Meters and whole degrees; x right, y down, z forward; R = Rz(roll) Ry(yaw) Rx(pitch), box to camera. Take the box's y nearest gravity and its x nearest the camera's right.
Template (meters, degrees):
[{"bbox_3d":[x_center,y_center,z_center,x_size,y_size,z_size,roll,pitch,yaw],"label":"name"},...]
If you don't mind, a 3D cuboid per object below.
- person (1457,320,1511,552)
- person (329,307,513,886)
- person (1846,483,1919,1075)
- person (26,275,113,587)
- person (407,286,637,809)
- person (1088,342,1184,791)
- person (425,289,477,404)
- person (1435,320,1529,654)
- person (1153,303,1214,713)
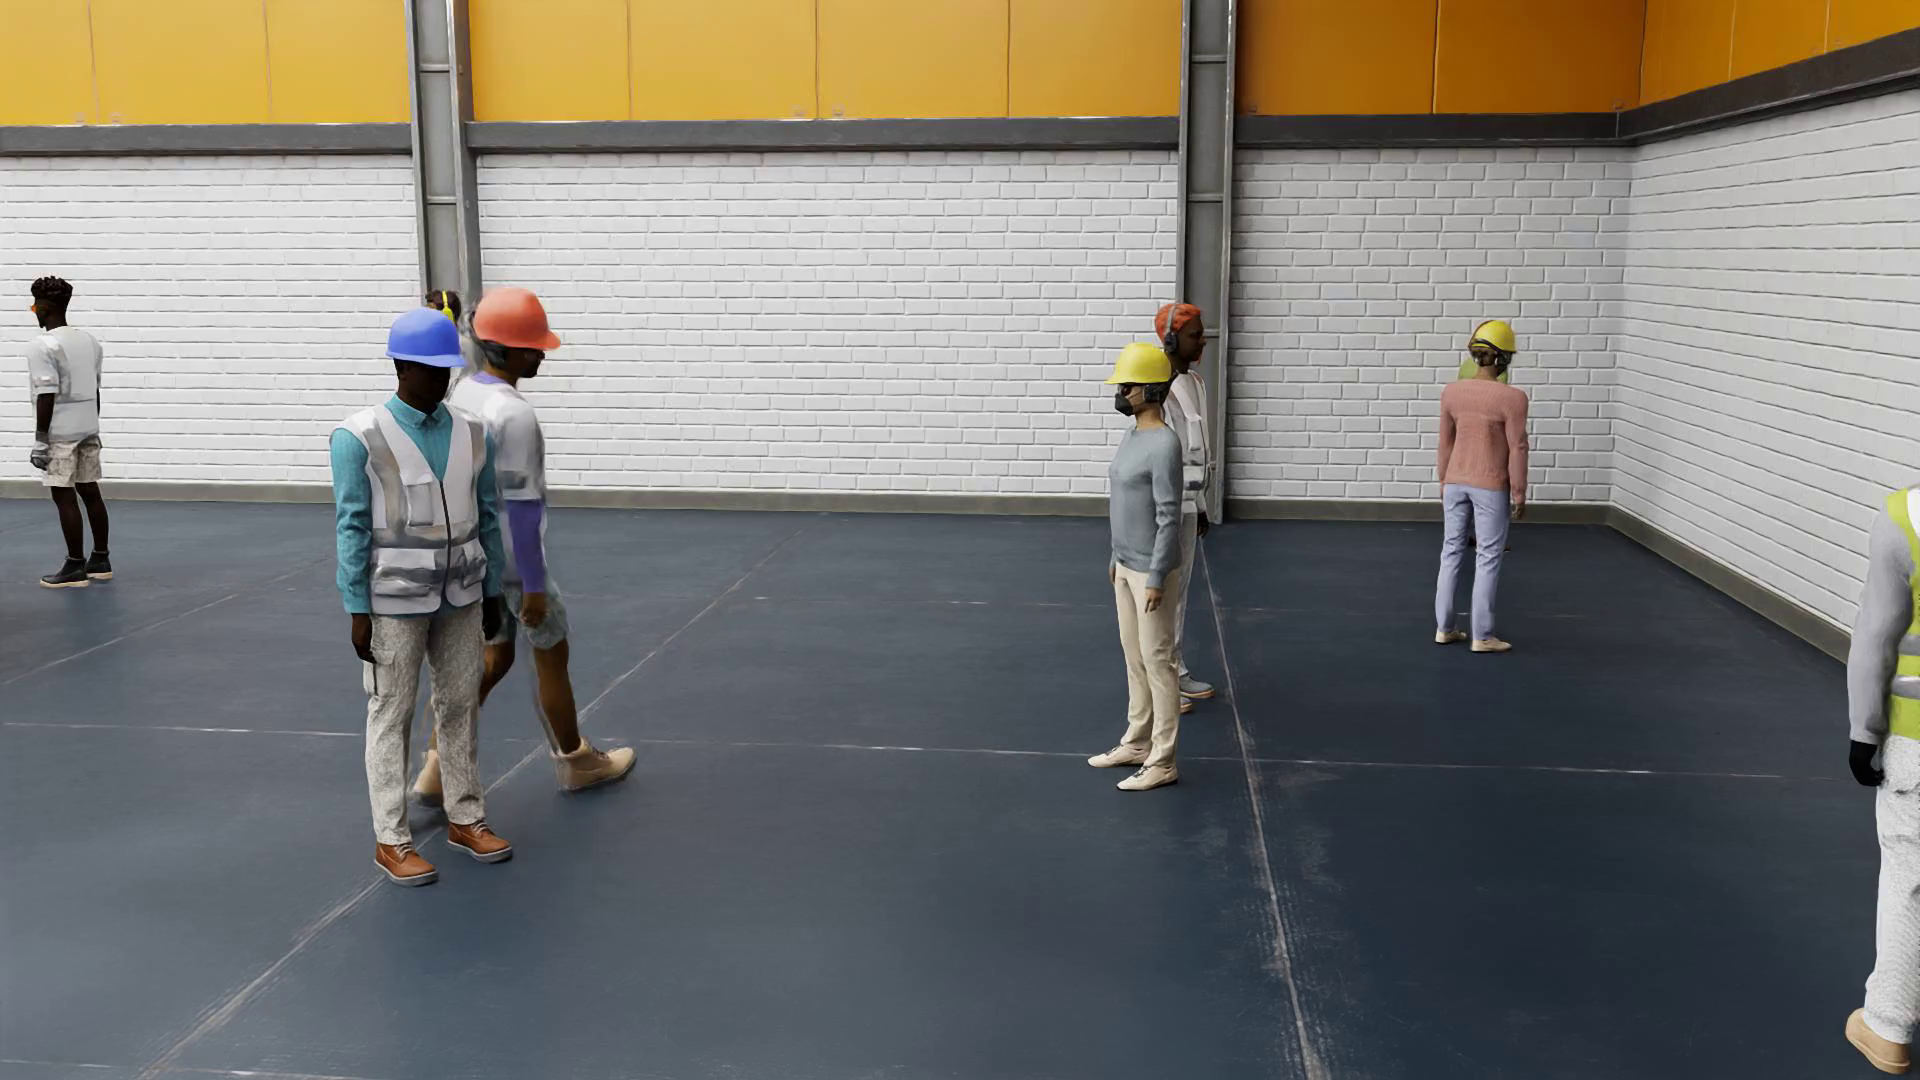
[{"bbox_3d":[3.702,-0.731,11.757,0.278,1.634,0.497,-4,11,-21],"label":"person"},{"bbox_3d":[-1.805,0.188,5.637,0.416,1.939,0.605,8,13,40],"label":"person"},{"bbox_3d":[2.592,0.484,4.248,0.629,1.837,0.429,2,10,13],"label":"person"},{"bbox_3d":[-5.663,-0.683,10.535,0.361,1.964,0.615,1,10,7],"label":"person"},{"bbox_3d":[-1.660,0.051,6.257,0.824,2.004,0.637,-9,13,-41],"label":"person"},{"bbox_3d":[0.715,0.105,6.598,0.308,1.769,0.524,-3,10,-14],"label":"person"},{"bbox_3d":[-3.453,-0.778,11.420,0.417,1.851,0.502,-1,10,-8],"label":"person"},{"bbox_3d":[2.769,-0.277,8.817,0.345,1.758,0.532,-8,13,-38],"label":"person"},{"bbox_3d":[0.998,-0.153,7.738,0.355,1.884,0.575,6,11,29],"label":"person"}]
